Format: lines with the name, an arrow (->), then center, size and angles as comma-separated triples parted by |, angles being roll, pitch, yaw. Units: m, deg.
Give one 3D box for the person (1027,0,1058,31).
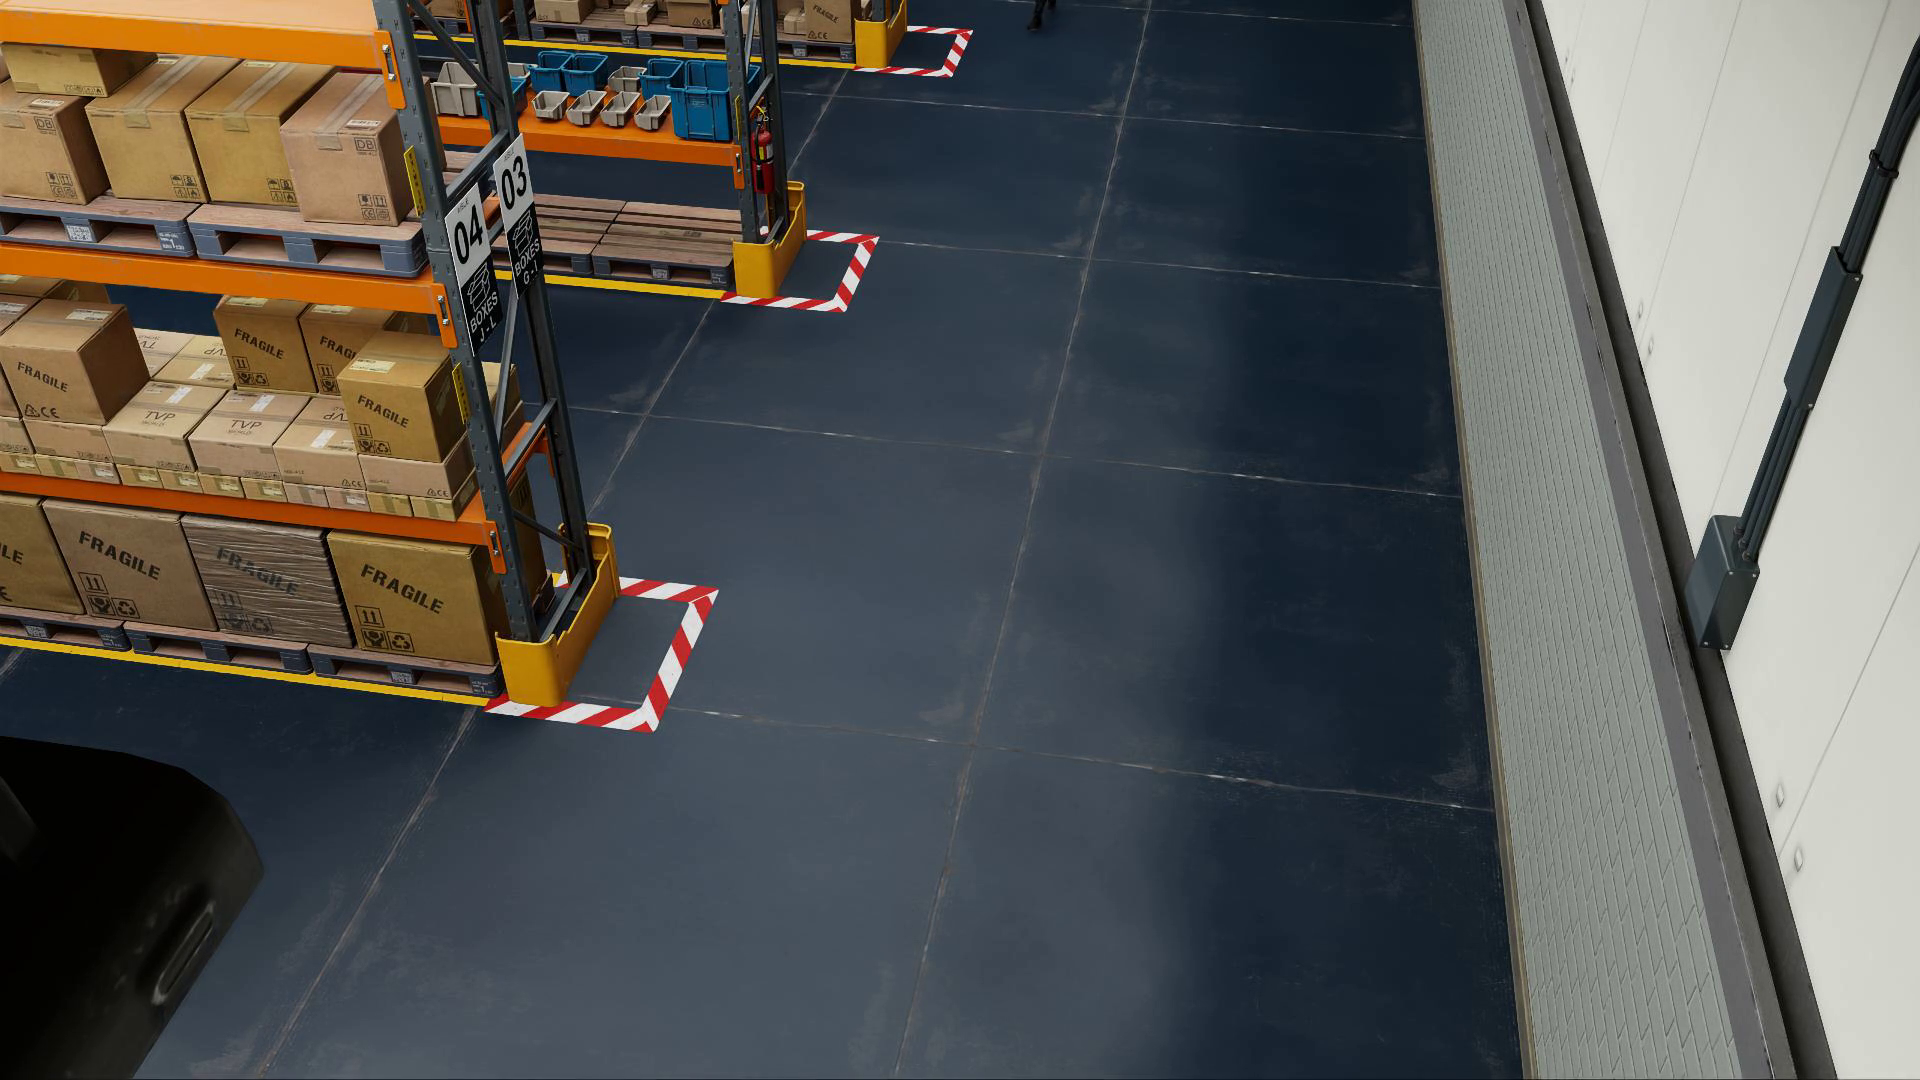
person -> 0.949, -6.512, 18.218 | 1.019, 1.701, 0.916 | 20, 42, 23
